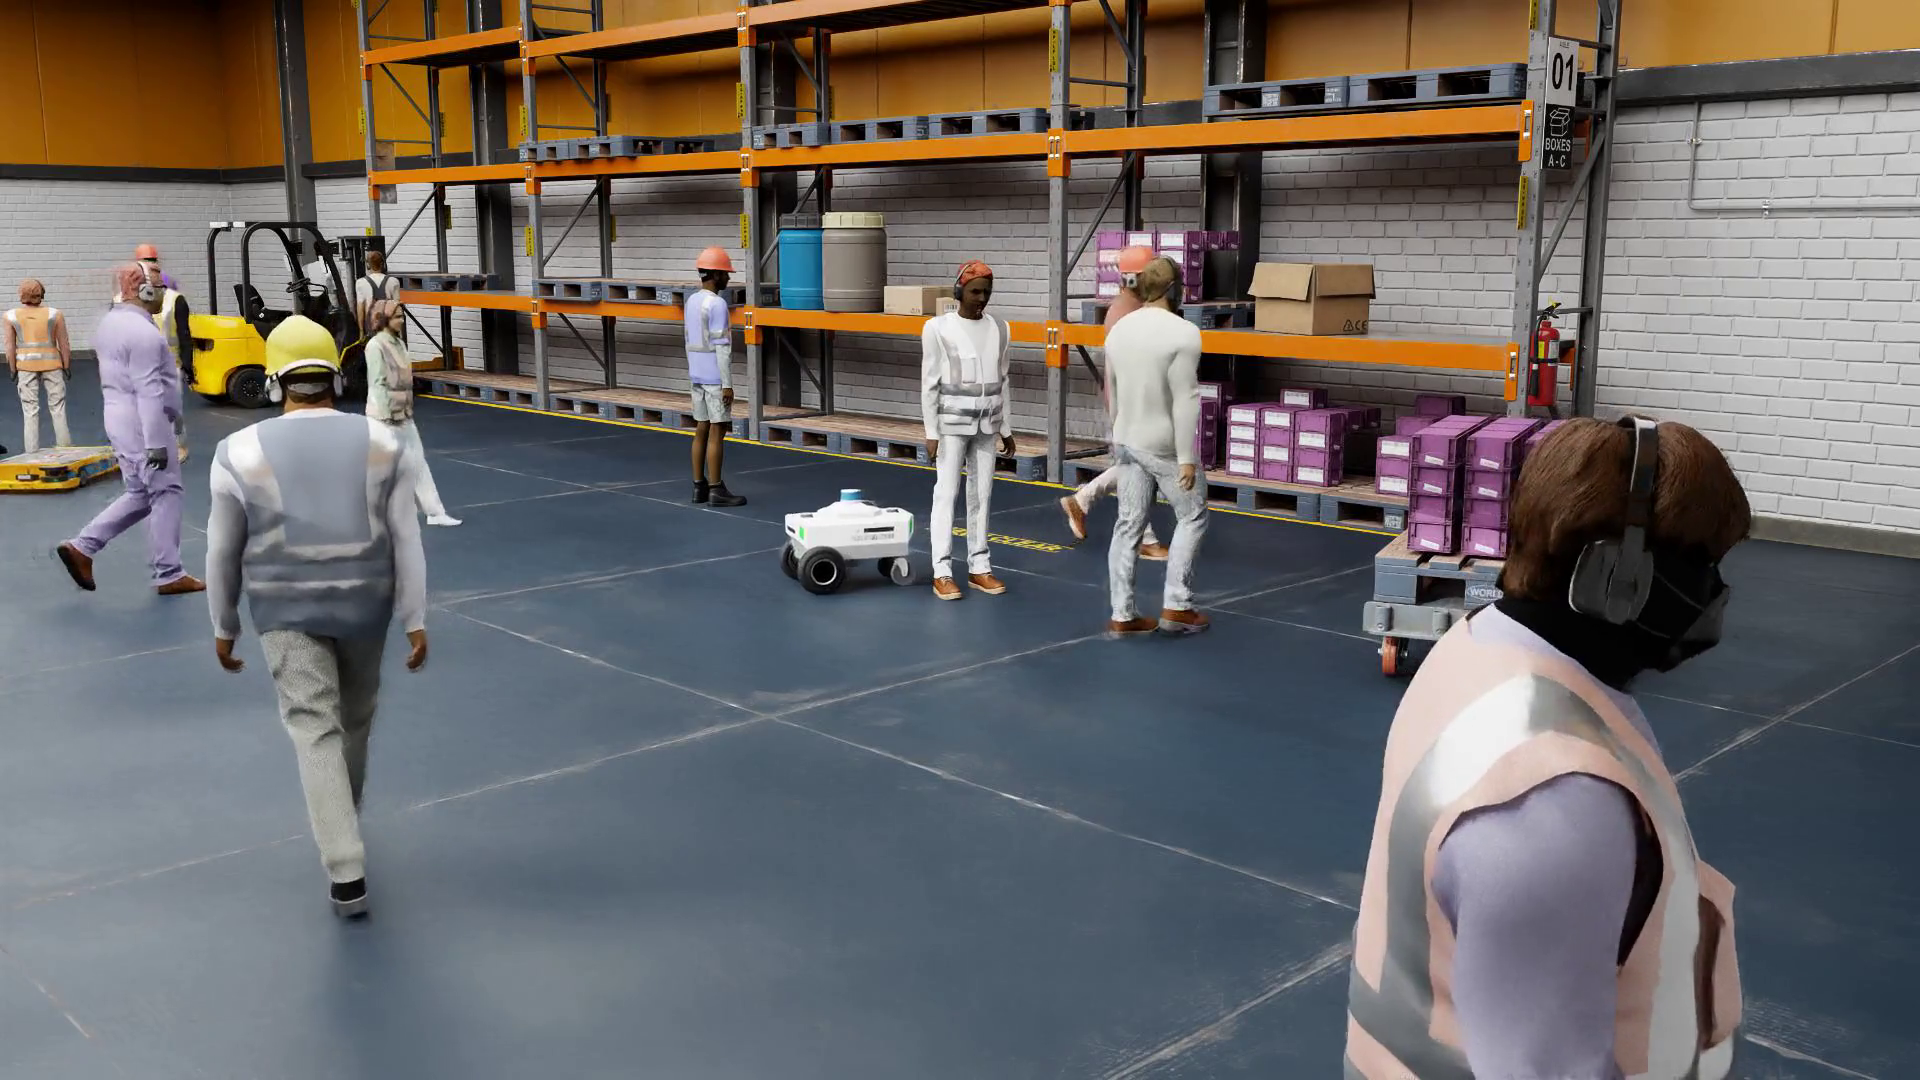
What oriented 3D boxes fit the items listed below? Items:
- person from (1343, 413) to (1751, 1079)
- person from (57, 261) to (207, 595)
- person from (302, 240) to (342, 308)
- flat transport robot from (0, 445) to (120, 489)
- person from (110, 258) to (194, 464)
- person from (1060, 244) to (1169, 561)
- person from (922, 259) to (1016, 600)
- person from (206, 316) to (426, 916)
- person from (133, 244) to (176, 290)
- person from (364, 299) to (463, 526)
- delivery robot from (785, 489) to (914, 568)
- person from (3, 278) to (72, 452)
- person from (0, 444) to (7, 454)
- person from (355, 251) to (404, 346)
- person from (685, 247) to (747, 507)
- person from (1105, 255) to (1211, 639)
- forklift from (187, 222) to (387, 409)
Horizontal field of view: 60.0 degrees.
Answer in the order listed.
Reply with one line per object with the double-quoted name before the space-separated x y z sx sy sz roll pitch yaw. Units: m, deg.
"person" 0.665 0.767 1.953 0.430 1.831 0.655 3 11 14
"person" -4.623 -0.602 9.249 0.667 1.883 0.656 -10 14 -44
"person" -9.212 -3.366 24.100 0.610 1.964 0.365 1 10 5
"flat transport robot" -7.401 -0.606 13.675 0.652 0.197 1.431 -1 10 -4
"person" -6.882 -1.482 14.196 0.649 1.830 0.486 -2 11 -10
"person" 1.014 -0.865 10.459 0.770 1.972 0.621 5 11 24
"person" 0.050 -0.616 9.320 0.573 1.887 0.354 -6 12 -31
"person" -1.987 0.206 5.143 0.606 1.778 0.957 -6 12 -29
"person" -9.327 -2.437 19.170 0.745 1.908 0.558 8 13 37
"person" -3.956 -0.866 11.494 0.877 1.594 0.524 1 10 8
"delivery robot" -0.634 -0.050 9.617 0.707 0.478 0.477 -4 11 -20
"person" -8.241 -1.513 14.896 0.514 1.639 0.307 -5 12 -26
"person" -9.092 -1.724 15.229 0.545 1.938 0.362 -3 11 -17
"person" -6.828 -2.469 19.600 0.516 1.841 0.427 -4 11 -22
"person" -1.831 -1.216 12.460 0.372 1.933 0.552 -7 13 -34
"person" 1.026 -0.457 8.372 0.696 1.913 0.658 -8 13 -37
"forklift" -8.169 -2.758 20.163 2.313 2.155 1.214 -10 14 -44
